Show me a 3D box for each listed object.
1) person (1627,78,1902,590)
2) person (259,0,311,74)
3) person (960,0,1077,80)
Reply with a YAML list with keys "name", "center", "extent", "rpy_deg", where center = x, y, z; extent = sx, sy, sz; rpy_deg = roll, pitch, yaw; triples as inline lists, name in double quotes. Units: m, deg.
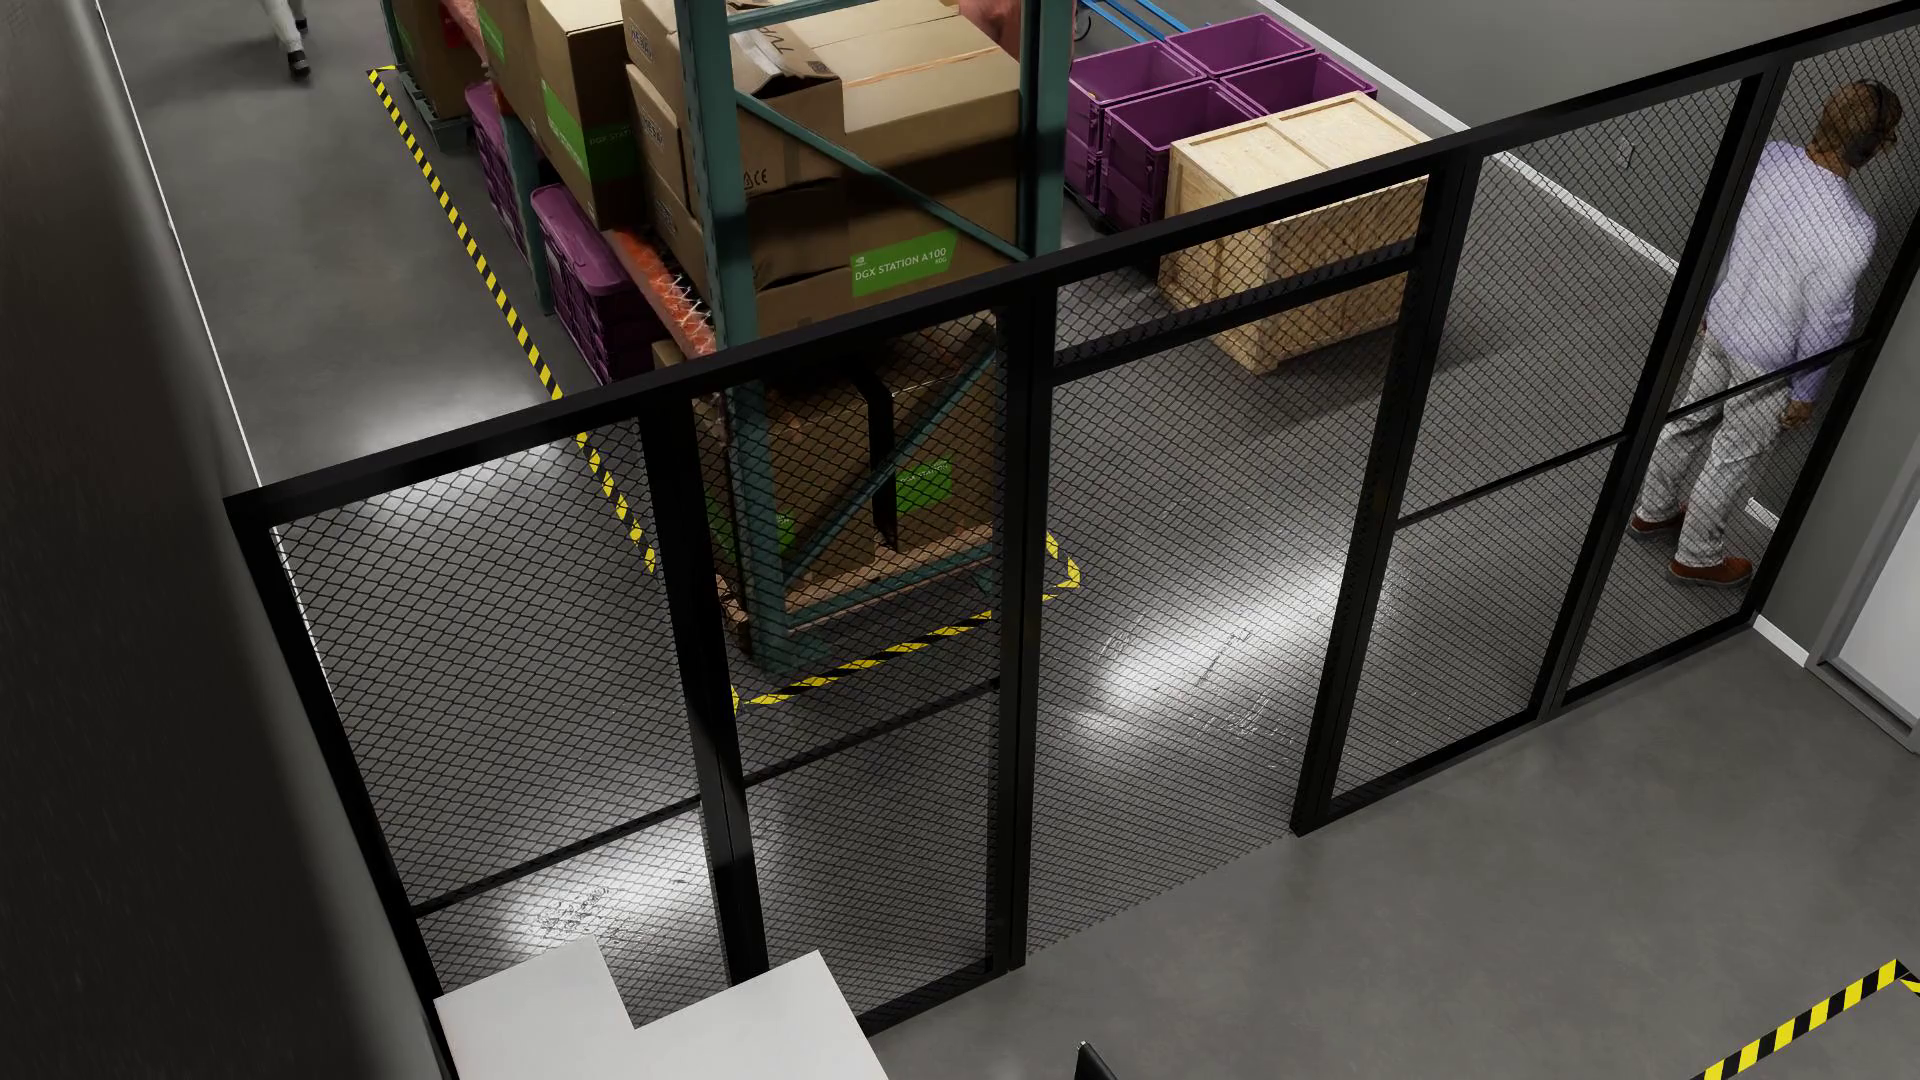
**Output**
- name: "person"
  center: [2.734, -0.665, 5.677]
  extent: [0.359, 1.933, 0.635]
  rpy_deg: [-9, 43, -9]
- name: "person"
  center: [-3.728, -3.406, 8.782]
  extent: [0.590, 1.794, 0.898]
  rpy_deg: [-23, 47, -24]
- name: "person"
  center: [0.211, -1.810, 6.890]
  extent: [0.608, 1.987, 0.391]
  rpy_deg: [-31, 51, -29]
